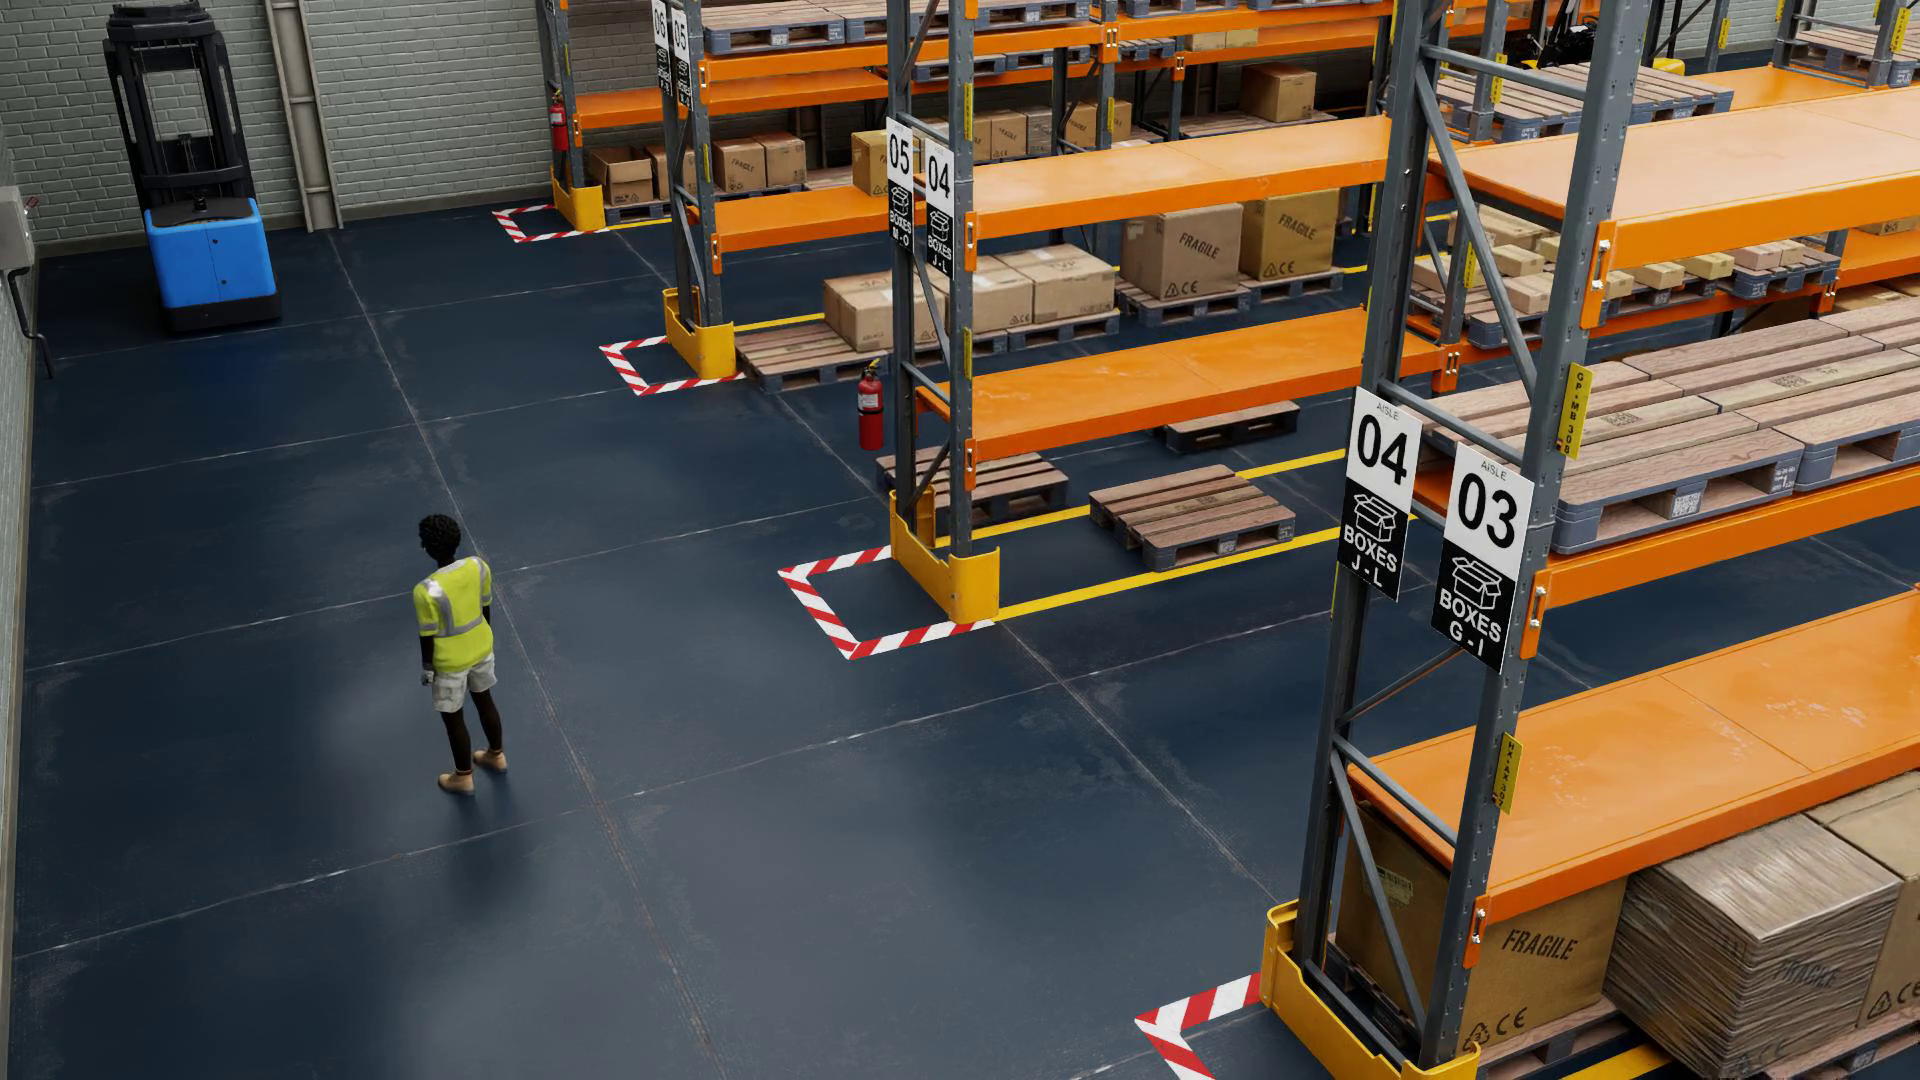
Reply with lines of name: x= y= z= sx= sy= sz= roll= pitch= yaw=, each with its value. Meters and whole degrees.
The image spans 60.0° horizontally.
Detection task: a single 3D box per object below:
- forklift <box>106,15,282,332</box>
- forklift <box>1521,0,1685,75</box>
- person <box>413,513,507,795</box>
forklift: x=-7.548 y=-3.672 z=16.323 sx=1.129 sy=2.768 sz=1.873 roll=-12 pitch=30 yaw=-22
forklift: x=8.950 y=-6.807 z=23.056 sx=1.214 sy=2.155 sz=2.313 roll=-12 pitch=30 yaw=-22
person: x=-2.807 y=0.635 z=9.347 sx=0.320 sy=1.686 sz=0.537 roll=14 pitch=31 yaw=25
